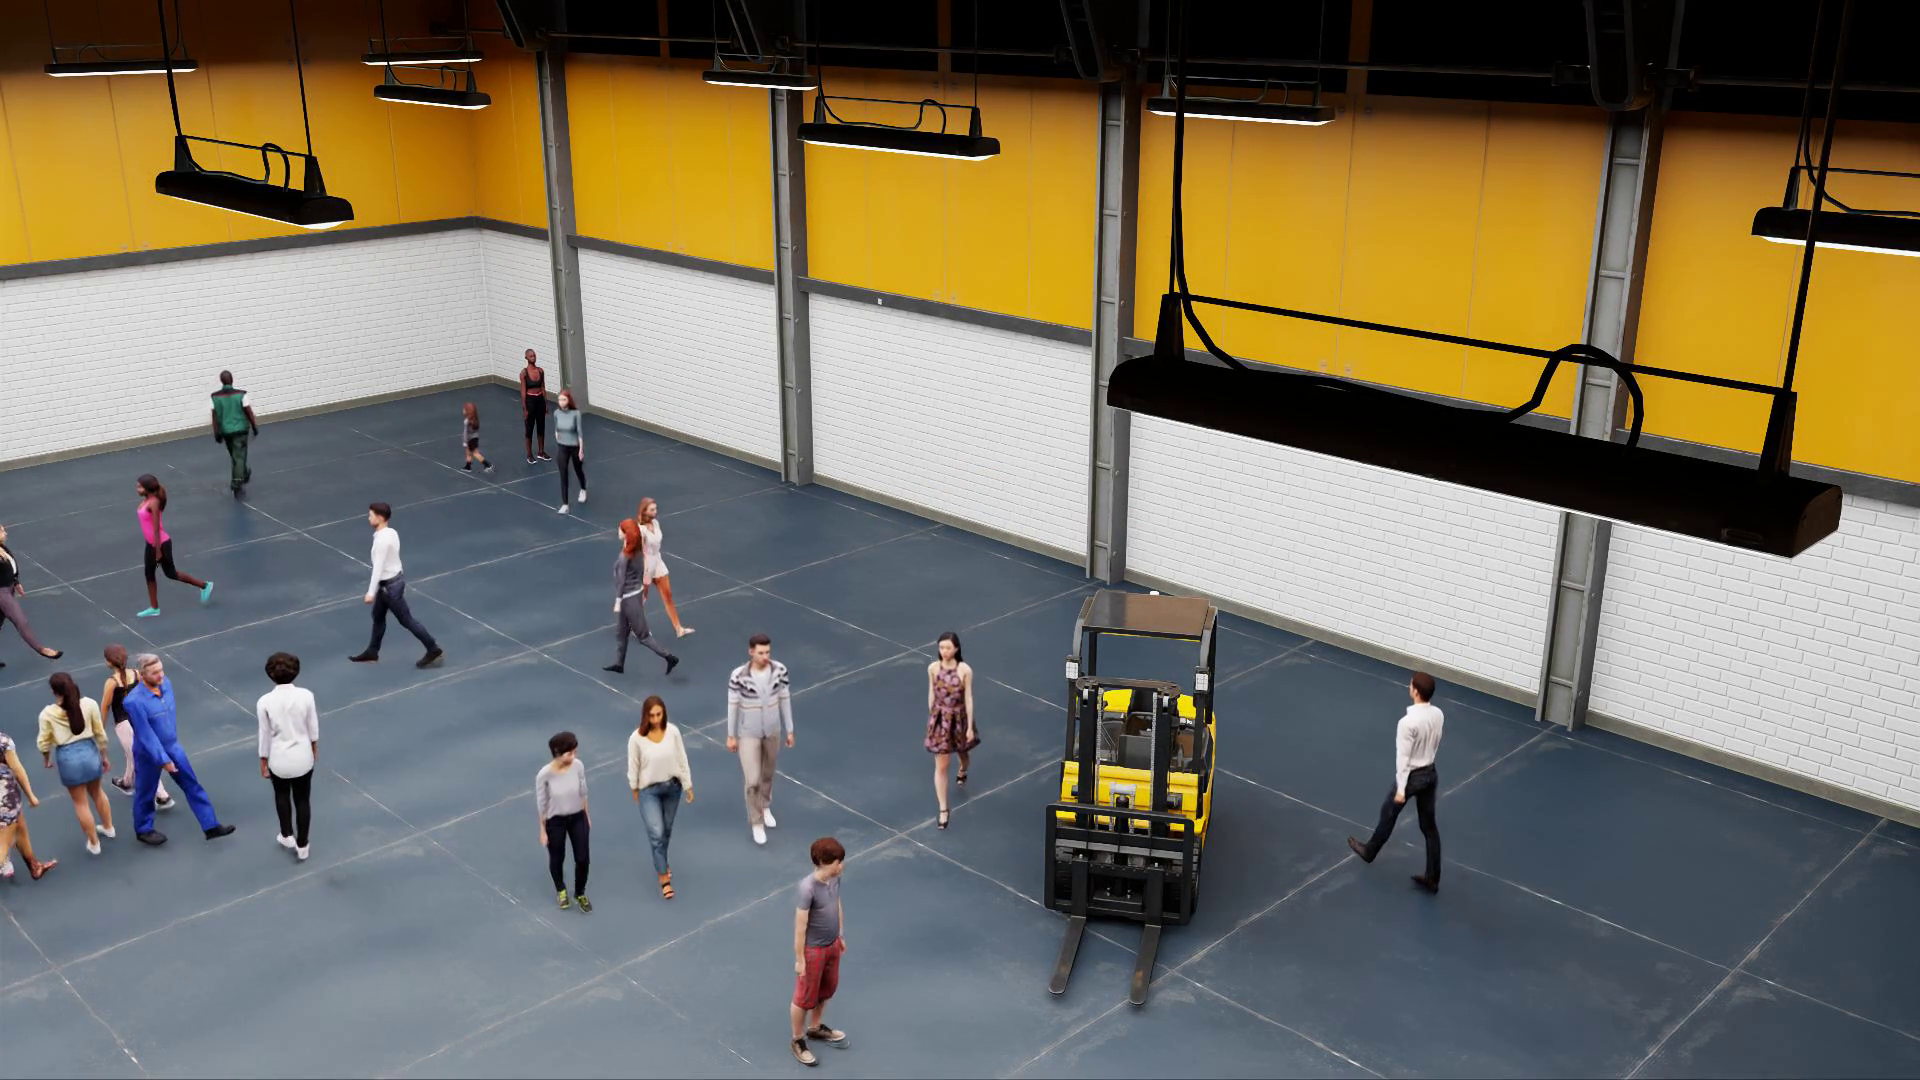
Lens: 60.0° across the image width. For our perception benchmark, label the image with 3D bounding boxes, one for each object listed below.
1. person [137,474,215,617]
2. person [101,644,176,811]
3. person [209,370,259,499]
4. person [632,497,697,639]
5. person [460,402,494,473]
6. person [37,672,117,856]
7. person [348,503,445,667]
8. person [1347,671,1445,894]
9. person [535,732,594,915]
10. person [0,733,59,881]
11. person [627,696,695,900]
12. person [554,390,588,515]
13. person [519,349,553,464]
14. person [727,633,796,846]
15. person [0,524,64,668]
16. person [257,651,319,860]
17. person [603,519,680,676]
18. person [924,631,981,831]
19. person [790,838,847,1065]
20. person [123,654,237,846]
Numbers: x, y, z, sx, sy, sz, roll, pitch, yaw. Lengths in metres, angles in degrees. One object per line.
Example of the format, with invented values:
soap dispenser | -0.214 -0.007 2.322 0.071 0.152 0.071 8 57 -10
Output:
person | -9.249 0.055 19.403 0.726 1.696 1.056 -13 23 -34
person | -7.319 1.696 14.811 1.122 1.516 0.771 8 20 23
person | -10.402 -1.474 23.827 1.180 1.770 1.298 -2 19 -5
person | -3.558 0.325 18.664 1.090 1.657 0.748 10 21 28
person | -7.305 -1.527 25.051 0.843 1.089 0.731 3 19 8
person | -7.441 1.909 14.047 0.665 1.602 0.740 -15 23 -37
person | -6.001 0.508 17.842 1.183 1.833 1.249 -3 19 -8
person | 3.756 1.992 13.432 0.858 1.836 1.173 -12 22 -31
person | -3.177 2.203 13.282 0.688 1.532 0.746 -10 21 -26
person | -7.696 2.131 13.242 1.131 1.693 1.003 5 19 15
person | -2.477 2.018 13.623 0.765 1.665 0.948 -10 21 -27
person | -5.421 -1.254 23.291 1.155 1.695 1.117 3 19 8
person | -6.573 -2.086 25.667 0.573 1.757 0.529 -17 25 -40
person | -1.775 1.636 14.479 0.864 1.842 0.970 -10 21 -26
person | -10.334 0.635 17.787 1.015 1.628 1.084 -4 19 -12
person | -5.599 1.843 13.953 0.765 1.787 0.807 -10 21 -27
person | -3.390 0.655 17.543 1.164 1.746 1.028 2 19 7
person | -0.048 1.620 14.684 1.155 1.742 1.091 3 19 10
person | -0.984 2.778 11.412 0.654 1.636 0.663 18 25 42
person | -6.889 1.795 14.095 1.259 1.786 1.047 5 19 16
